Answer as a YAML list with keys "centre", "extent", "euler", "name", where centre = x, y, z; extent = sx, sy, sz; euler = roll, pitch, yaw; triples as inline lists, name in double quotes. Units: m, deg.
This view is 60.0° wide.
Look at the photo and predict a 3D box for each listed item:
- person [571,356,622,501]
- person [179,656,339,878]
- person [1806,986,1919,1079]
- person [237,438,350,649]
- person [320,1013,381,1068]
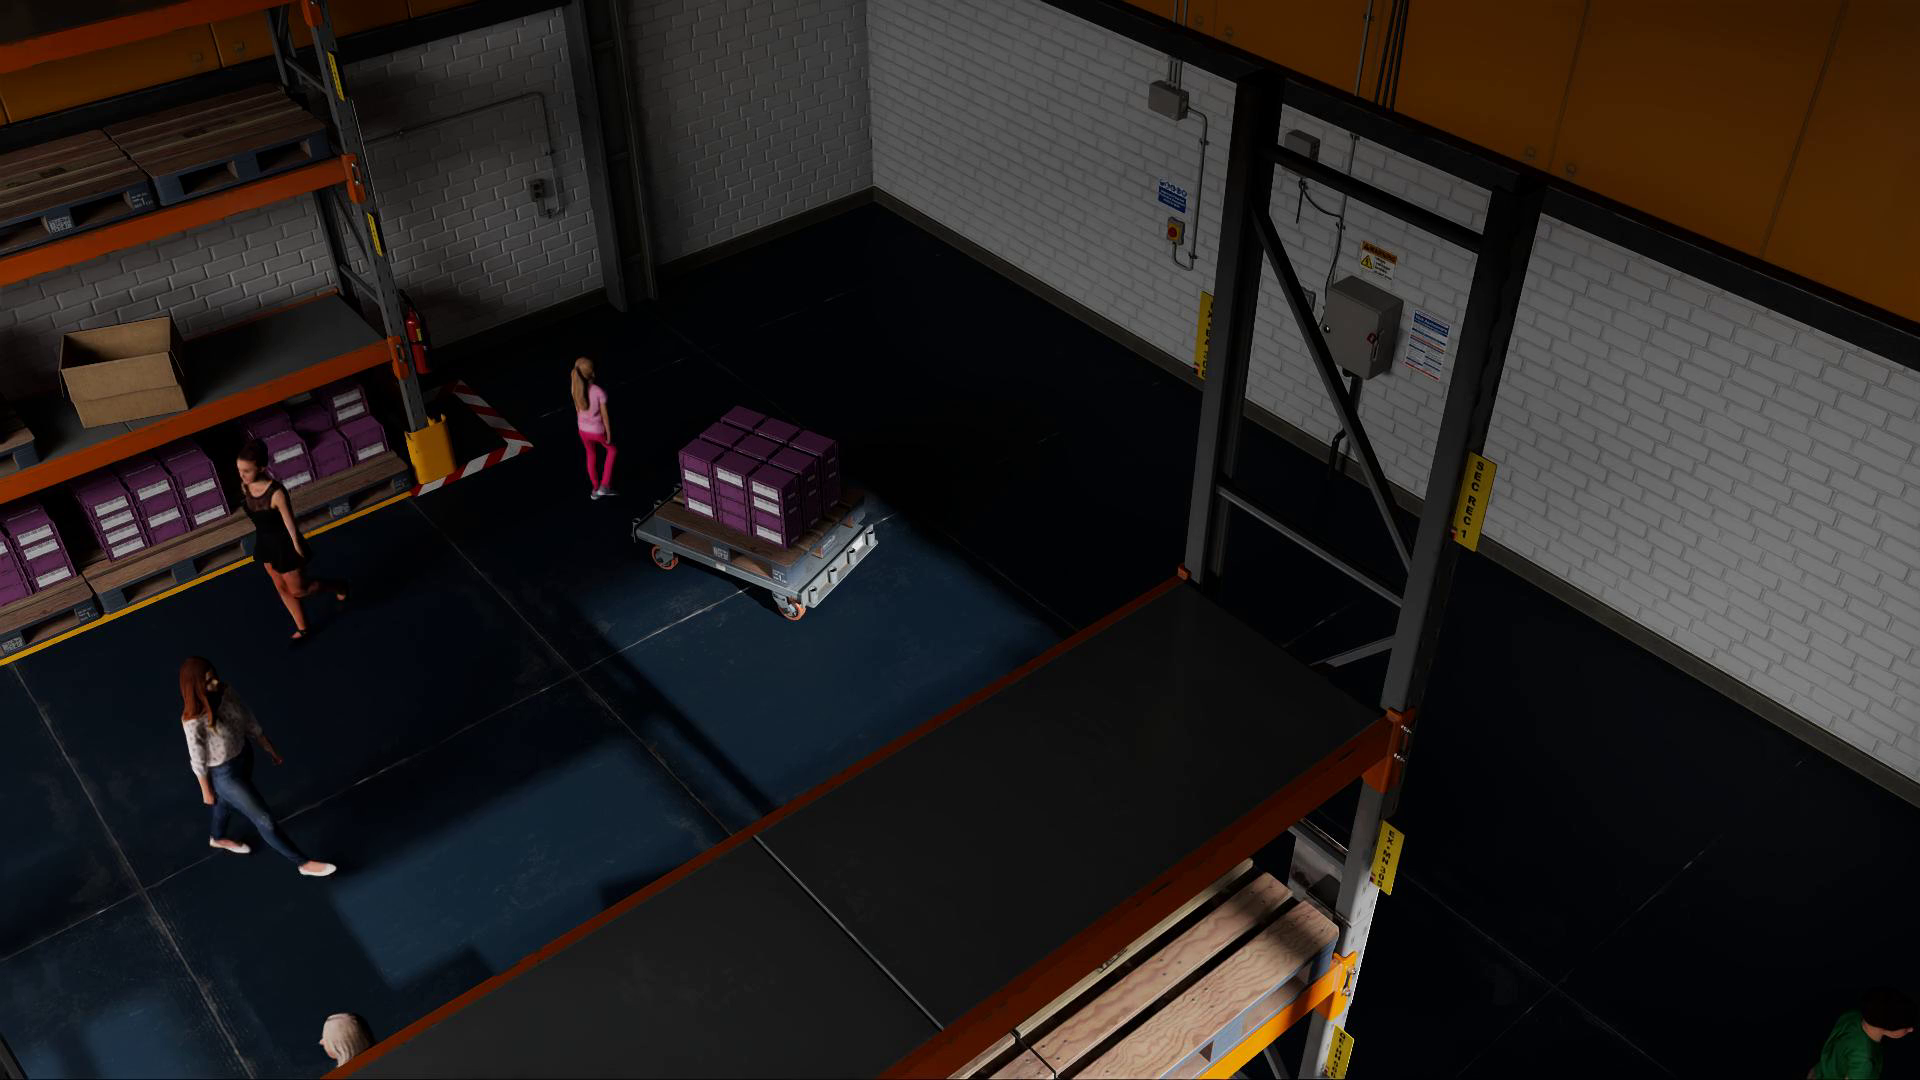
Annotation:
- centre: [-2.864, -0.833, 12.858]
  extent: [0.580, 1.262, 0.619]
  euler: [13, 40, 16]
  name: "person"
- centre: [-4.369, 1.336, 9.803]
  extent: [1.111, 1.686, 1.119]
  euler: [7, 39, 9]
  name: "person"
- centre: [4.249, 2.710, 8.110]
  extent: [0.729, 1.651, 0.604]
  euler: [15, 41, 18]
  name: "person"
- centre: [-4.636, -0.014, 11.511]
  extent: [0.718, 1.665, 0.879]
  euler: [21, 43, 24]
  name: "person"
- centre: [-2.746, 2.800, 7.917]
  extent: [0.622, 1.752, 0.628]
  euler: [-11, 40, -13]
  name: "person"
